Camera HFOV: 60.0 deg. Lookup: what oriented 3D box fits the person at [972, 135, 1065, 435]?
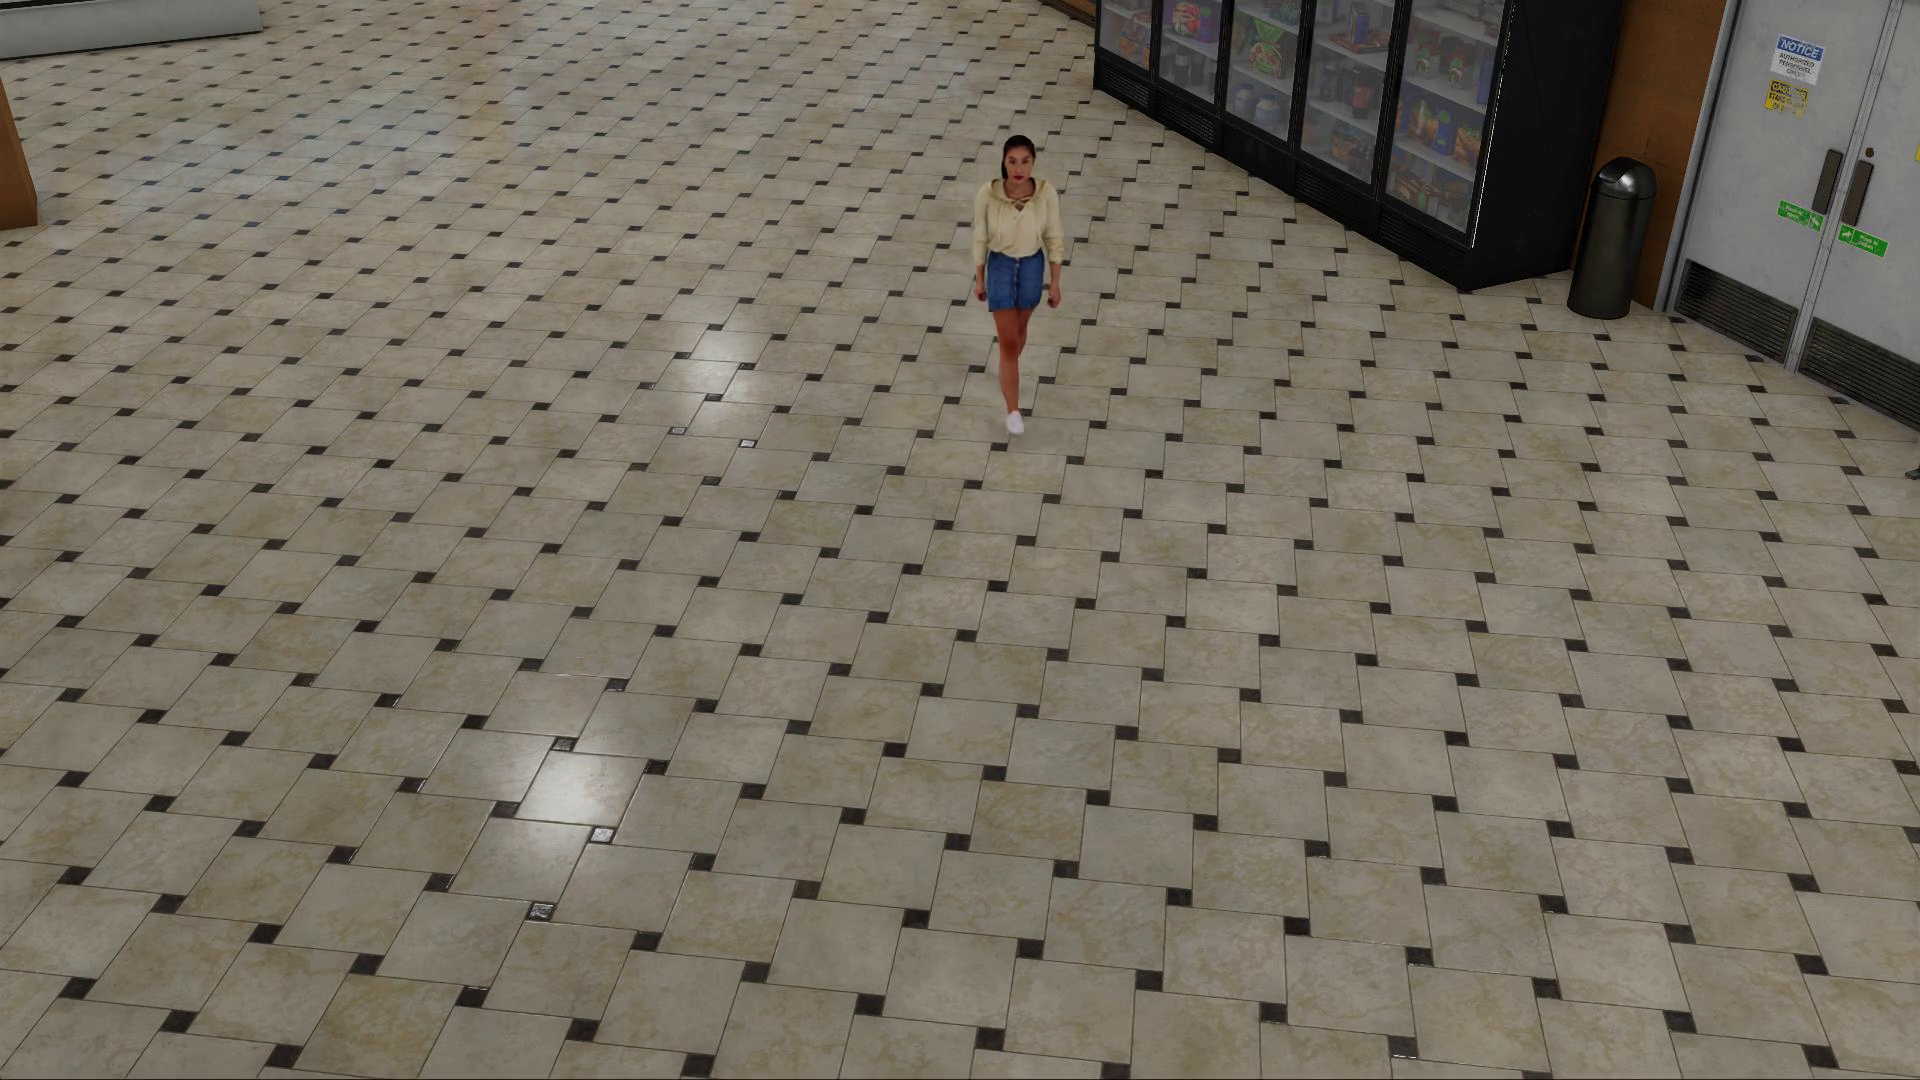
[{"bbox_3d":[0.311,-1.467,9.249,1.132,1.587,0.963,-2,32,-4],"label":"person"}]
